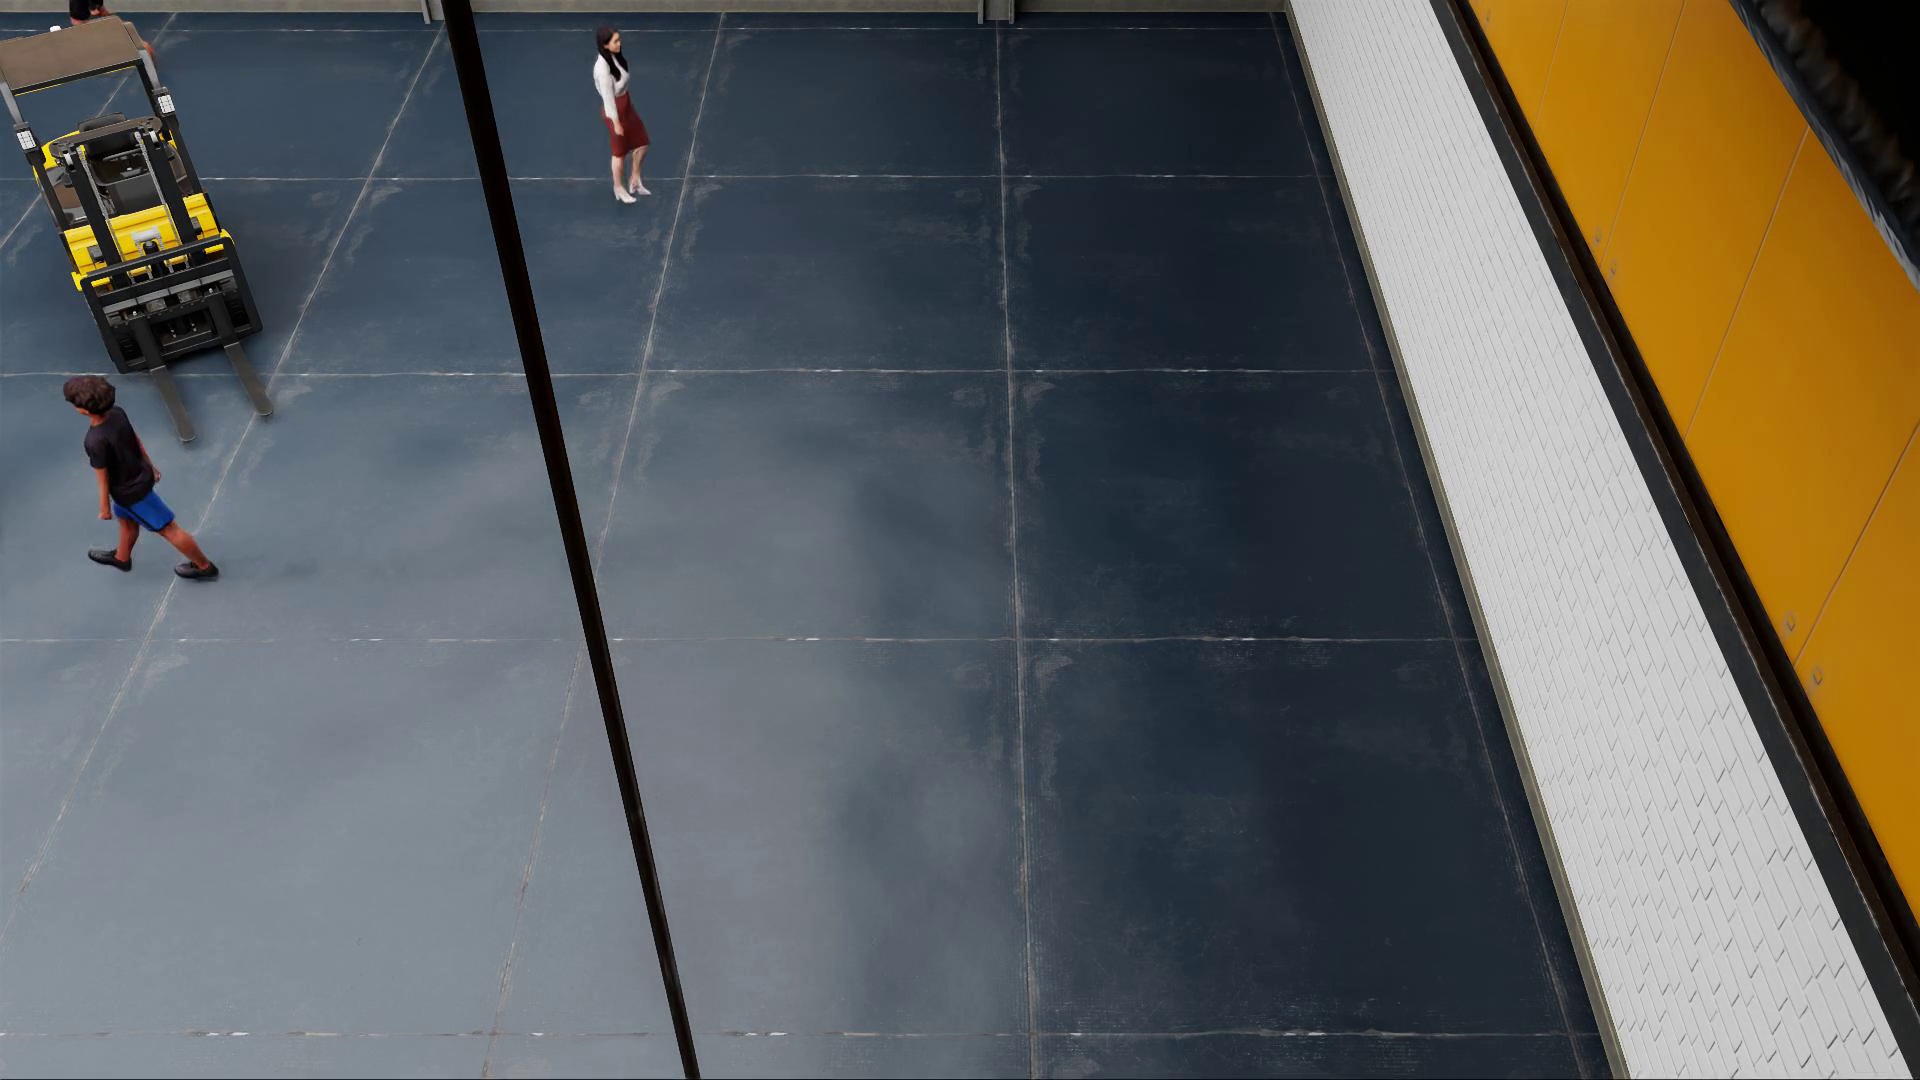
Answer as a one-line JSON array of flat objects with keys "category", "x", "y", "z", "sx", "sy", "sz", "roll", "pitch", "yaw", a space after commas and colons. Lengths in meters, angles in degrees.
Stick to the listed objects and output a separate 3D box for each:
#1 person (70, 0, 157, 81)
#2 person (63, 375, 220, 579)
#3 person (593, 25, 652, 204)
[{"category": "person", "x": -8.659, "y": -5.391, "z": 16.648, "sx": 1.090, "sy": 1.603, "sz": 0.750, "roll": -10, "pitch": 45, "yaw": -11}, {"category": "person", "x": -5.518, "y": -0.357, "z": 11.259, "sx": 1.091, "sy": 1.749, "sz": 0.631, "roll": -1, "pitch": 44, "yaw": -1}, {"category": "person", "x": -3.124, "y": -3.786, "z": 14.867, "sx": 0.675, "sy": 1.736, "sz": 0.670, "roll": 8, "pitch": 44, "yaw": 8}]
